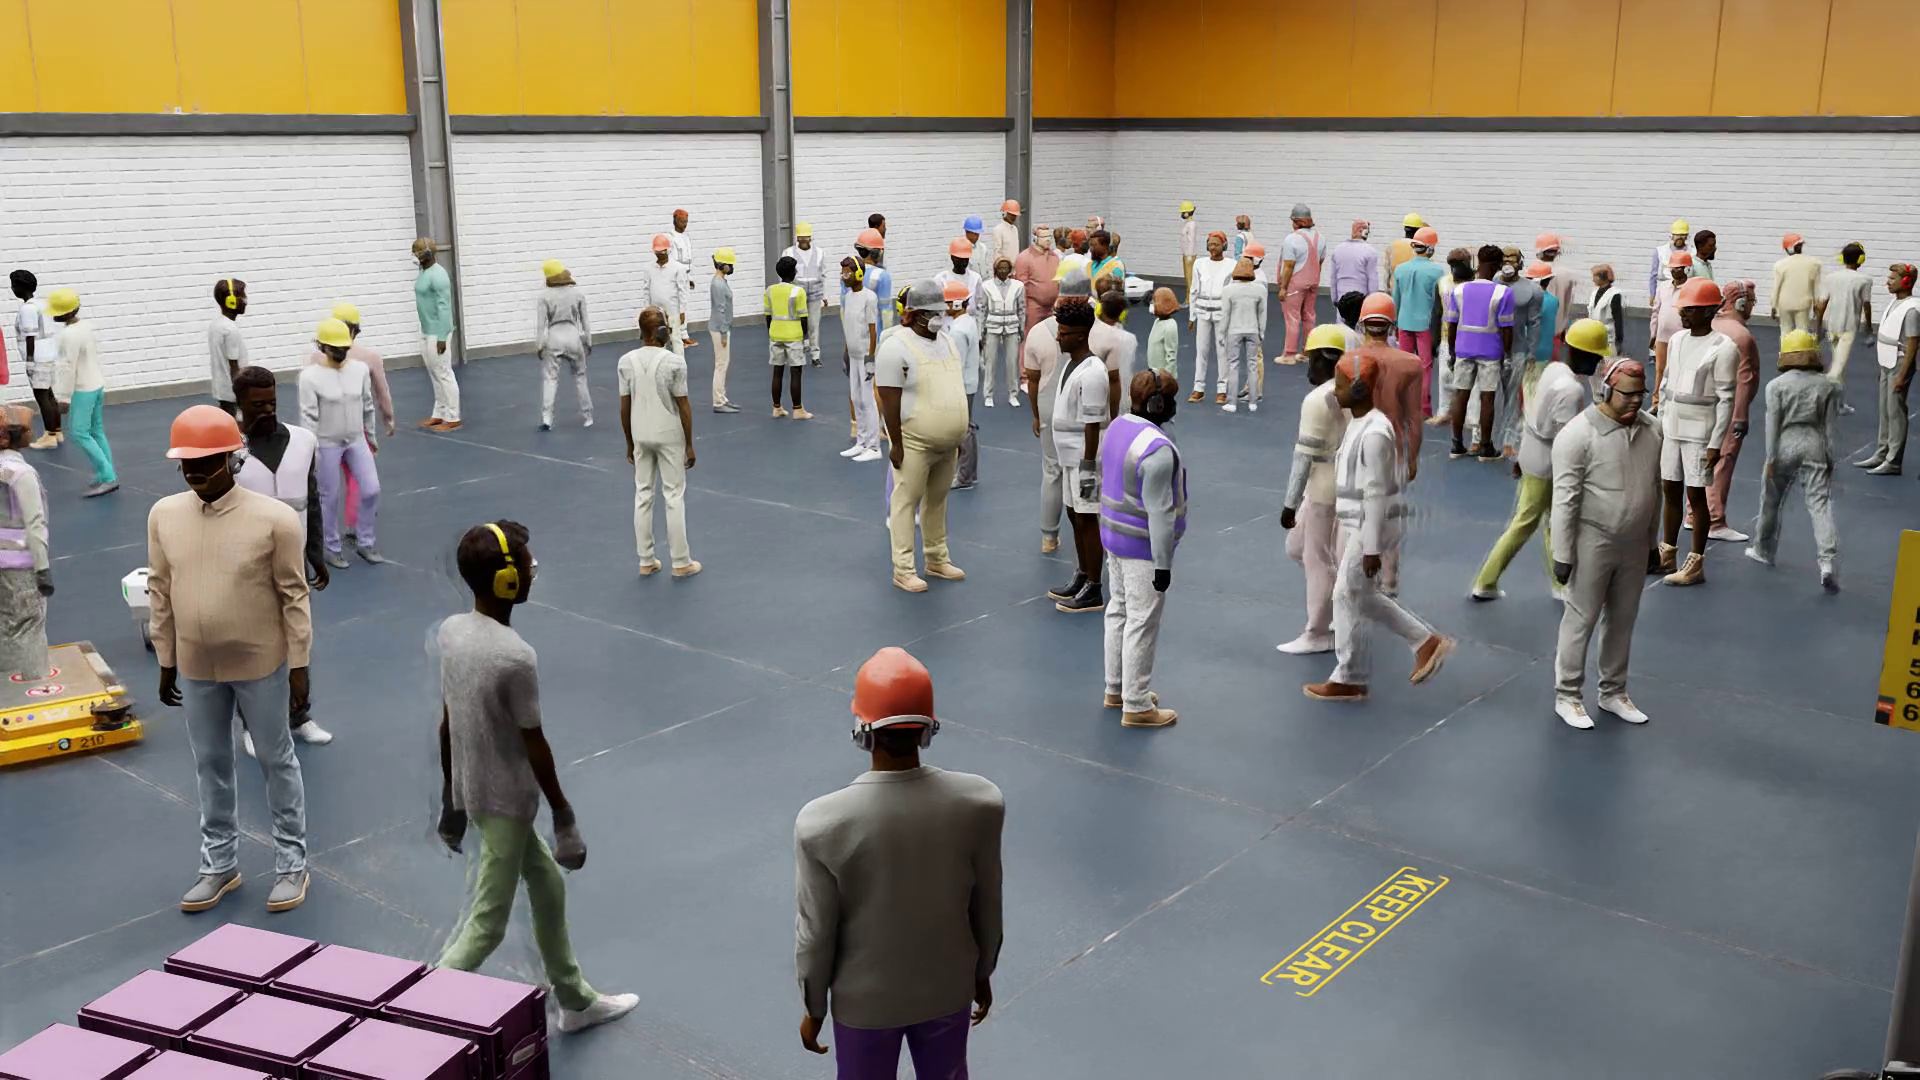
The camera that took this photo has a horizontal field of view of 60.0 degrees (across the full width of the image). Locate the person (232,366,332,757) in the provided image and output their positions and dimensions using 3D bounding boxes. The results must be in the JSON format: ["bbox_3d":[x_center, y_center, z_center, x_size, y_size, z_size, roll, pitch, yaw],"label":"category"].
[{"bbox_3d":[-3.351,0.102,8.053,0.411,1.907,0.593,11,18,36],"label":"person"}]

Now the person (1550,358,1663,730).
[{"bbox_3d":[3.267,0.023,8.390,0.651,1.894,0.401,-6,15,-22],"label":"person"}]

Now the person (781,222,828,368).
[{"bbox_3d":[-1.937,-3.061,20.827,0.599,1.830,0.404,-4,15,-16],"label":"person"}]

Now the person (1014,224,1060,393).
[{"bbox_3d":[0.922,-2.637,18.981,0.636,1.911,0.404,-12,18,-39],"label":"person"}]

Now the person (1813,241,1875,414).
[{"bbox_3d":[9.138,-2.174,17.297,0.927,1.836,0.509,-7,16,-26],"label":"person"}]

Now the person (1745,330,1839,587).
[{"bbox_3d":[5.689,-0.566,11.214,0.504,1.664,1.021,1,14,4],"label":"person"}]

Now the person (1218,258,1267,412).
[{"bbox_3d":[3.005,-2.181,17.713,0.507,1.632,0.268,-2,14,-6],"label":"person"}]

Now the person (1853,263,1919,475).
[{"bbox_3d":[8.163,-1.480,14.481,0.396,1.847,0.565,3,14,13],"label":"person"}]

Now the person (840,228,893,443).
[{"bbox_3d":[-0.871,-1.963,16.013,0.609,2.044,0.395,11,18,37],"label":"person"}]

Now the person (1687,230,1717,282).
[{"bbox_3d":[7.850,-2.348,17.802,0.392,1.920,0.587,12,18,39],"label":"person"}]

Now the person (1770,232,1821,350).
[{"bbox_3d":[10.241,-2.903,20.408,0.581,1.721,0.503,3,14,13],"label":"person"}]

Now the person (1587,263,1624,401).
[{"bbox_3d":[6.740,-2.059,17.281,0.360,1.606,0.668,-3,14,-13],"label":"person"}]

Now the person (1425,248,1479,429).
[{"bbox_3d":[5.043,-1.996,16.637,0.715,1.811,0.432,6,15,24],"label":"person"}]

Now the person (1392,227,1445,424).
[{"bbox_3d":[4.696,-2.188,17.009,0.379,1.996,0.610,-12,19,-41],"label":"person"}]

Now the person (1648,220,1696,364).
[{"bbox_3d":[9.071,-3.141,21.149,0.586,1.833,0.403,3,14,14],"label":"person"}]

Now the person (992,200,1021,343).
[{"bbox_3d":[0.665,-3.768,23.346,0.399,1.984,0.609,8,16,28],"label":"person"}]

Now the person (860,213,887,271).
[{"bbox_3d":[-1.096,-3.156,21.037,0.372,1.916,0.596,-6,15,-22],"label":"person"}]

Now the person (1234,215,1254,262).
[{"bbox_3d":[4.429,-4.246,25.982,0.315,1.632,0.514,9,17,32],"label":"person"}]

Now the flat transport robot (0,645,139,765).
[{"bbox_3d":[-4.724,0.803,8.553,0.652,0.197,1.431,-10,17,-34],"label":"flat transport robot"}]

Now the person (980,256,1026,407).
[{"bbox_3d":[0.452,-2.249,17.995,0.518,1.632,0.313,-2,14,-8],"label":"person"}]

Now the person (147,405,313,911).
[{"bbox_3d":[-2.805,0.465,6.406,0.611,1.996,0.379,0,14,1],"label":"person"}]

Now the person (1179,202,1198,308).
[{"bbox_3d":[3.783,-4.742,27.701,0.339,1.761,0.524,0,14,-1],"label":"person"}]

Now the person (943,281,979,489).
[{"bbox_3d":[-0.020,-1.304,13.987,0.347,1.743,0.566,2,14,7],"label":"person"}]

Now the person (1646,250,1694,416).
[{"bbox_3d":[7.375,-2.111,17.190,0.331,1.750,0.572,-9,17,-32],"label":"person"}]

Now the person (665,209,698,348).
[{"bbox_3d":[-3.832,-3.580,22.792,0.354,1.887,0.573,5,15,20],"label":"person"}]

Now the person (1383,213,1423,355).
[{"bbox_3d":[5.623,-3.137,20.941,0.594,1.924,0.382,12,18,39],"label":"person"}]

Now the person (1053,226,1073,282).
[{"bbox_3d":[1.188,-2.823,19.876,0.339,1.840,0.504,0,14,-1],"label":"person"}]

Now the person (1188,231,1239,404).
[{"bbox_3d":[2.782,-2.434,18.223,0.574,1.883,0.355,6,15,23],"label":"person"}]

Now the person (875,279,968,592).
[{"bbox_3d":[-0.194,-0.695,10.950,0.538,2.000,0.682,12,18,39],"label":"person"}]

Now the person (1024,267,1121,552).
[{"bbox_3d":[0.820,-0.911,11.815,0.684,2.000,0.538,4,15,16],"label":"person"}]

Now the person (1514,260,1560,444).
[{"bbox_3d":[5.473,-1.783,15.878,0.326,1.752,0.561,11,18,38],"label":"person"}]

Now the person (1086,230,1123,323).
[{"bbox_3d":[1.526,-2.358,17.846,0.377,1.917,0.600,-8,16,-28],"label":"person"}]

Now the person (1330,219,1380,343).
[{"bbox_3d":[4.783,-2.909,20.088,0.402,1.899,0.652,-12,18,-40],"label":"person"}]

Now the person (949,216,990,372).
[{"bbox_3d":[0.138,-2.992,20.357,0.623,1.932,0.421,-14,19,-43],"label":"person"}]

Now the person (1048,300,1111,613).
[{"bbox_3d":[0.752,-0.522,10.442,0.371,1.958,0.598,-3,14,-12],"label":"person"}]
